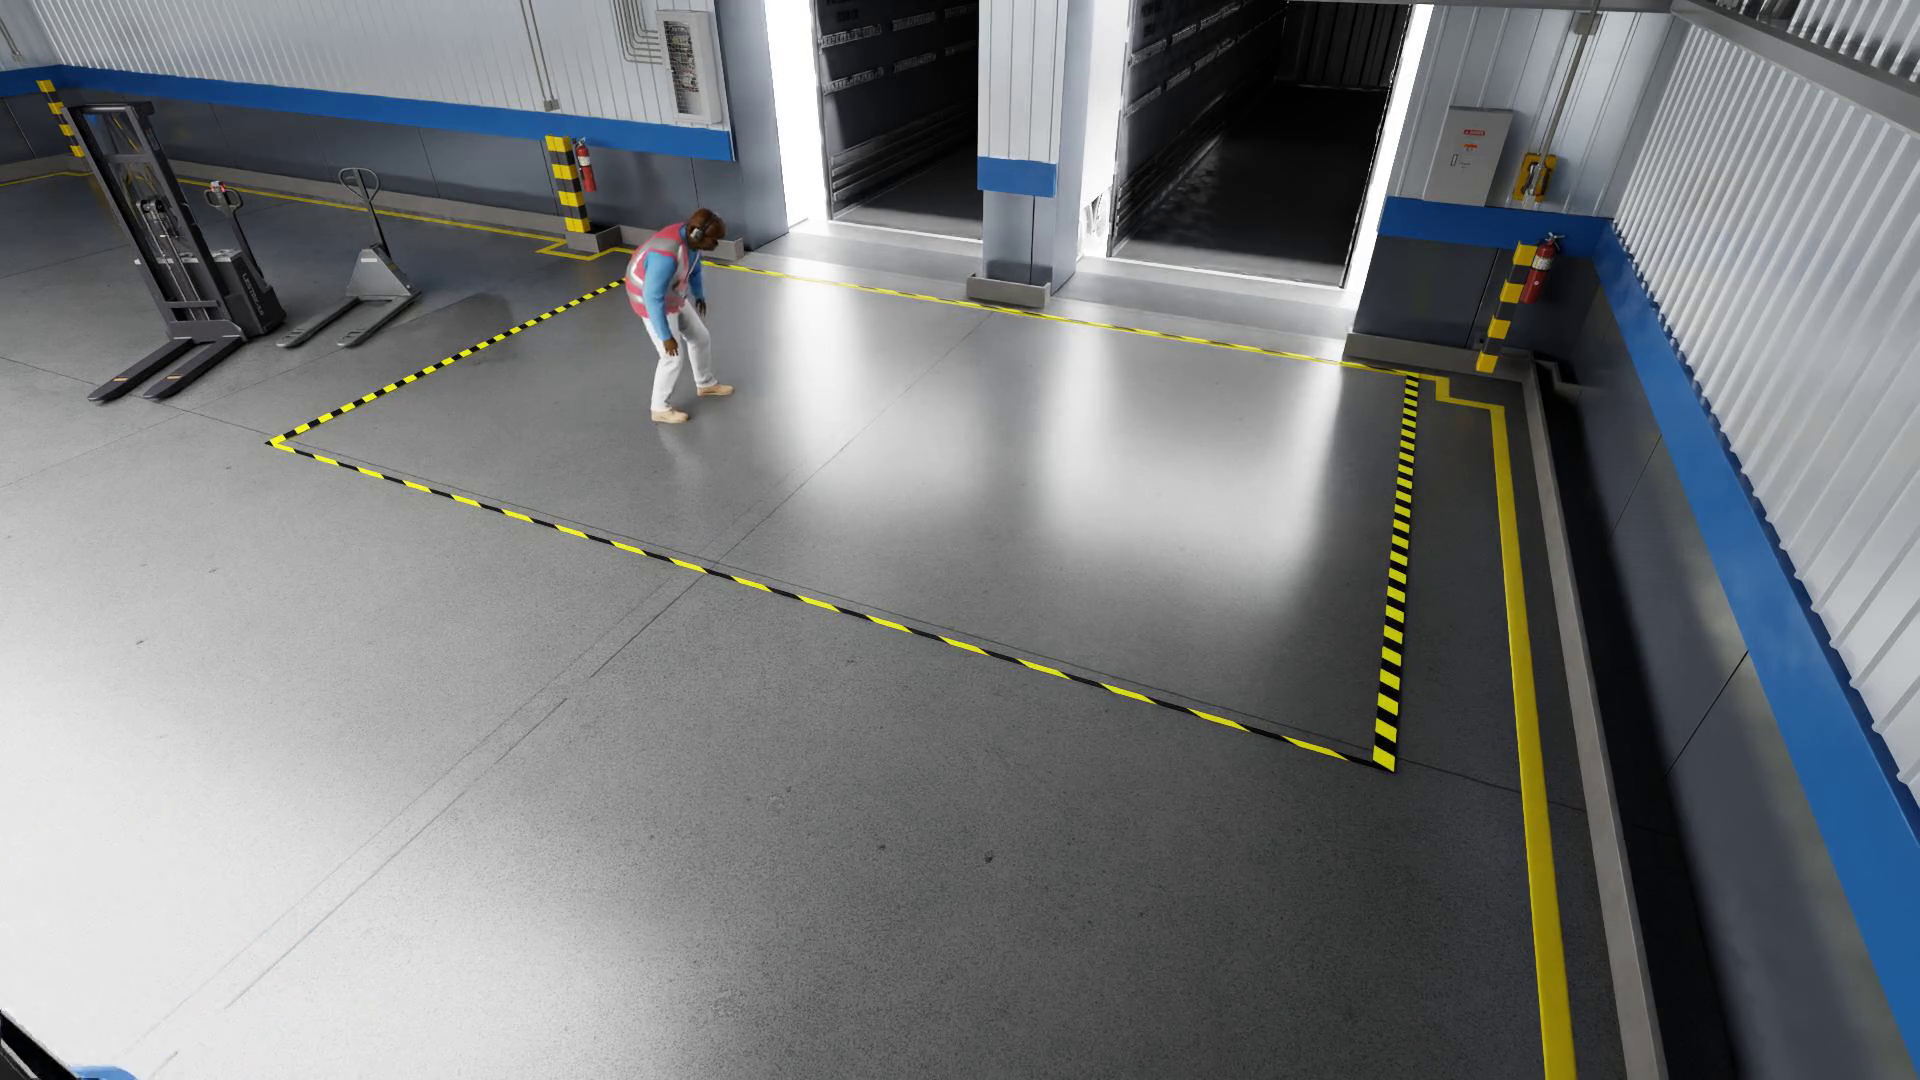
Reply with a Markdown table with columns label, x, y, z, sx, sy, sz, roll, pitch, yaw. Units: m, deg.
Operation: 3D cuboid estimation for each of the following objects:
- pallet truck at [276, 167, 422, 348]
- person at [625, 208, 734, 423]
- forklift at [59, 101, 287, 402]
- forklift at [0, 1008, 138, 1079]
| label | x | y | z | sx | sy | sz | roll | pitch | yaw |
| --- | --- | --- | --- | --- | --- | --- | --- | --- | --- |
| pallet truck | -5.732 | -2.611 | 8.414 | 0.680 | 1.201 | 1.601 | -1 | 35 | -1 |
| person | -2.011 | -1.670 | 6.790 | 0.780 | 1.574 | 0.844 | 1 | 35 | 2 |
| forklift | -6.686 | -2.387 | 7.434 | 0.823 | 1.965 | 1.885 | -3 | 35 | -5 |
| forklift | -1.387 | 1.680 | 1.307 | 2.680 | 2.036 | 1.157 | 18 | 39 | 23 |
